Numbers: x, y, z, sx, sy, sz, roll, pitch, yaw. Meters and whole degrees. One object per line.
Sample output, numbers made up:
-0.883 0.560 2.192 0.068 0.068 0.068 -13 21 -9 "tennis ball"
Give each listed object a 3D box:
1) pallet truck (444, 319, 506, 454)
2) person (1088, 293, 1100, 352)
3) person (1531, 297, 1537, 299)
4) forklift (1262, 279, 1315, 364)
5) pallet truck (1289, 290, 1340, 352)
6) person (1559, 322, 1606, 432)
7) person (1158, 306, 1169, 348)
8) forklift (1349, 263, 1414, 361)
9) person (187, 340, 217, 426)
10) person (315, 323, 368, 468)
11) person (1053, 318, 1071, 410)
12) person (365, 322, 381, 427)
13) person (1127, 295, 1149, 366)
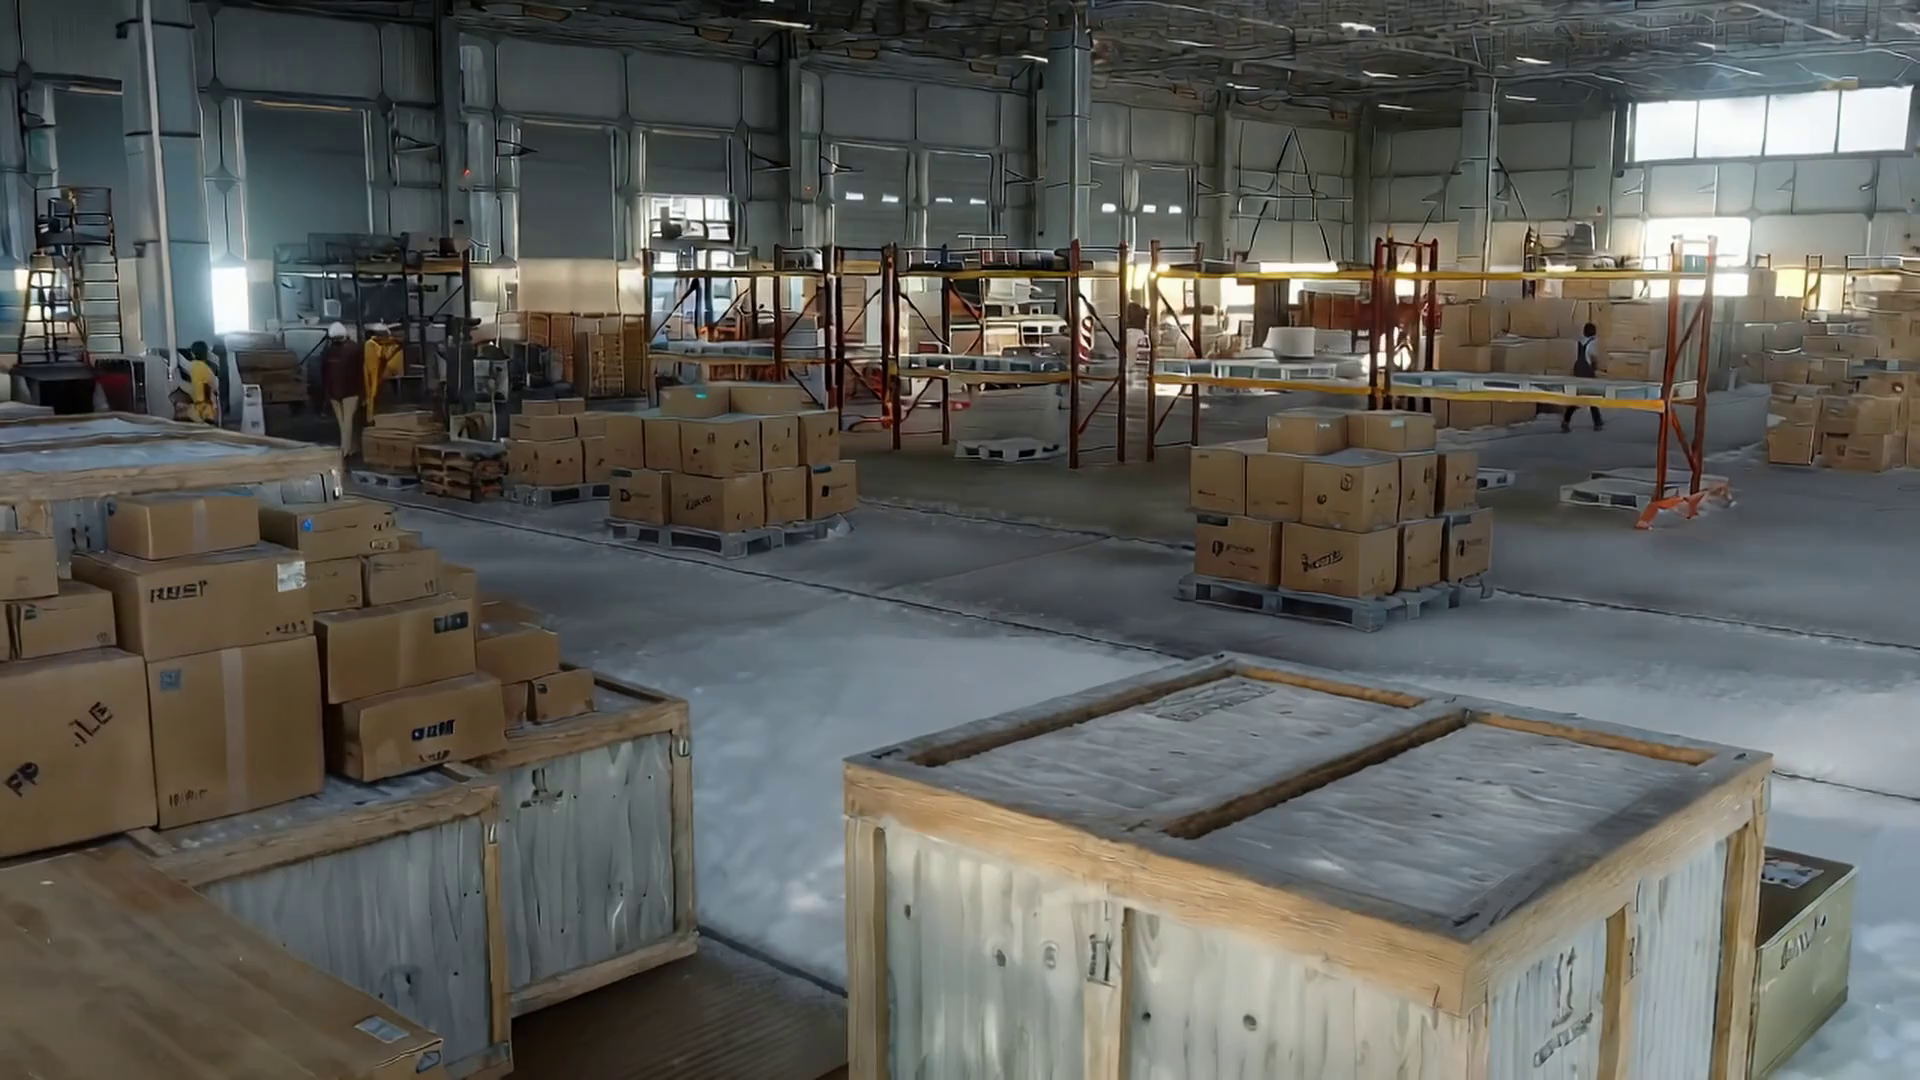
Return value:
-6.981 -1.942 22.150 1.885 1.965 0.823 1 9 9 "pallet truck"
4.098 -6.670 51.374 0.542 1.929 0.395 -5 11 -30 "person"
15.925 -5.813 46.243 1.049 1.888 0.643 -4 10 -22 "person"
8.555 -6.090 44.881 1.873 2.768 1.129 9 13 43 "forklift"
11.297 -6.951 52.861 1.885 1.965 0.823 -5 11 -29 "pallet truck"
10.178 -2.643 27.097 1.000 1.796 0.523 -6 11 -32 "person"
5.611 -5.747 46.634 0.664 1.614 0.552 -4 10 -22 "person"
12.099 -6.467 47.195 1.873 2.768 1.129 3 10 17 "forklift"
-10.609 -1.935 23.097 0.661 1.678 0.540 -8 12 -42 "person"
-8.336 -1.949 22.385 0.648 1.936 1.043 1 9 3 "person"
1.995 -3.312 31.353 0.485 1.736 0.321 0 9 2 "person"
-9.864 -2.777 27.988 0.329 1.765 0.527 -3 10 -17 "person"
4.836 -5.696 45.366 0.627 1.934 0.370 -3 10 -16 "person"
